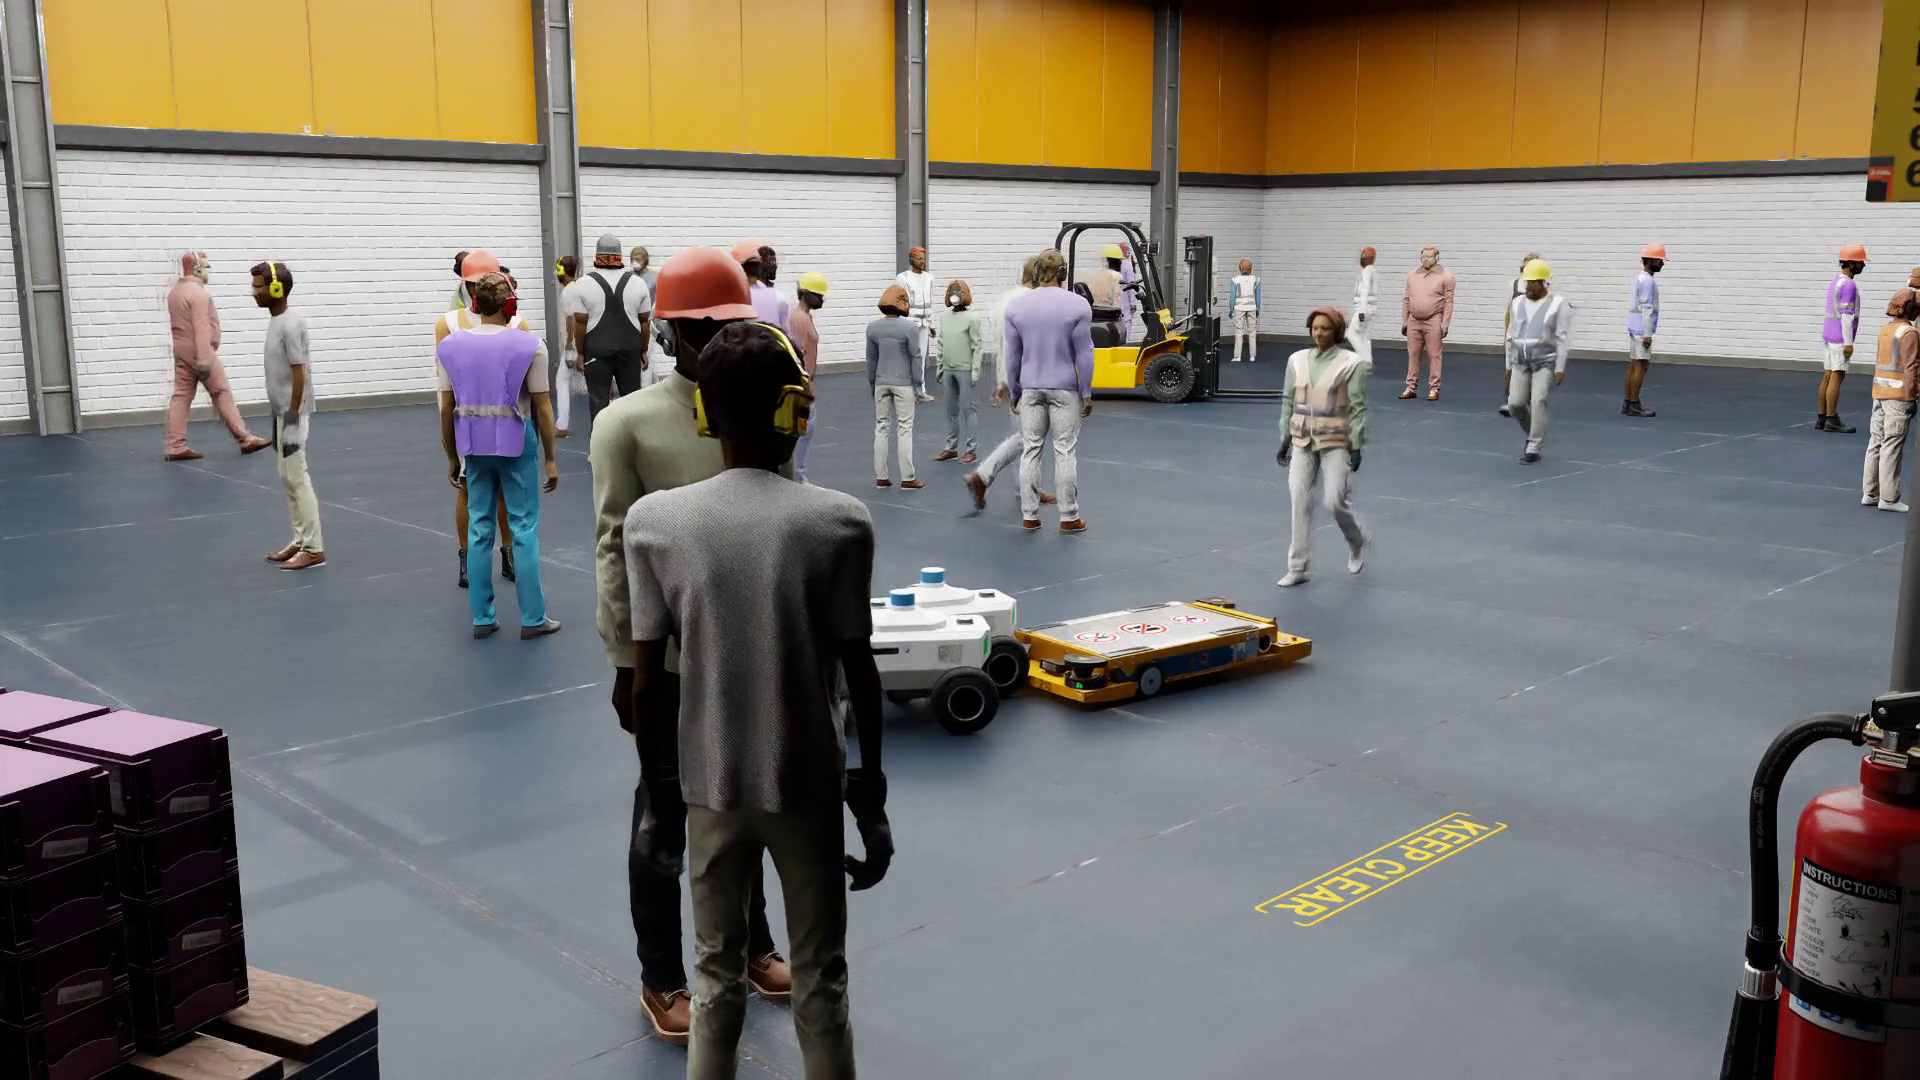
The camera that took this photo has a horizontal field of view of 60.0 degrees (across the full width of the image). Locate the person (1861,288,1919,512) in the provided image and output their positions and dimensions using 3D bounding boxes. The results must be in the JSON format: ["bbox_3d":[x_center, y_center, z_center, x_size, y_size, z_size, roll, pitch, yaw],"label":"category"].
[{"bbox_3d":[6.891,-1.029,12.255,0.310,1.639,0.514,1,10,4],"label":"person"}]

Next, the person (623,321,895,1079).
[{"bbox_3d":[-0.383,0.510,3.251,0.517,1.865,0.328,1,10,5],"label":"person"}]

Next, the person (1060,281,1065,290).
[{"bbox_3d":[1.272,-3.026,22.796,0.312,1.767,0.533,-3,11,-17],"label":"person"}]

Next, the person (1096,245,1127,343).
[{"bbox_3d":[1.967,-3.000,22.322,0.933,1.893,0.598,-6,12,-28],"label":"person"}]

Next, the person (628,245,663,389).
[{"bbox_3d":[-3.677,-2.488,19.500,0.638,1.914,0.817,4,11,23],"label":"person"}]

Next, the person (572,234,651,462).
[{"bbox_3d":[-3.111,-1.701,14.820,0.689,2.000,0.539,-4,11,-22],"label":"person"}]

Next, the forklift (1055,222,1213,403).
[{"bbox_3d":[1.935,-2.847,20.651,2.313,2.155,1.214,2,11,13],"label":"forklift"}]

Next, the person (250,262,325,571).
[{"bbox_3d":[-4.084,-0.745,10.114,0.315,1.859,0.602,-6,12,-30],"label":"person"}]

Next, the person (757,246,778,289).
[{"bbox_3d":[-1.898,-1.836,15.890,0.374,1.916,0.596,1,10,7],"label":"person"}]

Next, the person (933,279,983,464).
[{"bbox_3d":[-0.018,-1.501,14.836,0.507,1.634,0.280,10,14,42],"label":"person"}]

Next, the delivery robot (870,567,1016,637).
[{"bbox_3d":[-0.122,0.365,7.351,0.707,0.478,0.477,-4,11,-21],"label":"delivery robot"}]

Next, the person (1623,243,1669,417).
[{"bbox_3d":[7.699,-2.350,18.660,0.380,1.934,0.562,2,11,12],"label":"person"}]

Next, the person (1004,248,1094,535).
[{"bbox_3d":[0.607,-0.998,11.281,0.627,1.934,0.370,4,11,20],"label":"person"}]

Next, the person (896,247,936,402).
[{"bbox_3d":[-0.528,-2.619,20.257,0.576,1.882,0.362,-9,14,-40],"label":"person"}]

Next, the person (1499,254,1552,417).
[{"bbox_3d":[6.317,-2.277,18.574,0.536,1.809,0.792,6,12,30],"label":"person"}]

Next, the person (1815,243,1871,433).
[{"bbox_3d":[9.099,-2.076,17.141,0.372,1.939,0.544,3,11,14],"label":"person"}]

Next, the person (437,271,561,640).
[{"bbox_3d":[-2.301,-0.410,8.309,0.570,1.843,0.373,1,10,6],"label":"person"}]

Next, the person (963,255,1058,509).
[{"bbox_3d":[0.388,-1.140,12.199,0.798,1.893,0.631,-4,11,-21],"label":"person"}]

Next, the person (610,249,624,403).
[{"bbox_3d":[-3.640,-2.154,17.569,0.542,1.939,0.362,-3,11,-15],"label":"person"}]

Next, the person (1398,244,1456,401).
[{"bbox_3d":[5.732,-2.672,20.479,0.643,1.909,0.411,8,13,38],"label":"person"}]

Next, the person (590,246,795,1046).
[{"bbox_3d":[-0.639,0.261,4.248,0.382,1.995,0.612,10,14,43],"label":"person"}]

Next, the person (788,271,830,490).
[{"bbox_3d":[-1.253,-1.193,12.859,0.502,1.742,0.654,0,10,1],"label":"person"}]

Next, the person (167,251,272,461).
[{"bbox_3d":[-6.807,-1.669,15.105,0.668,1.862,0.950,9,14,41],"label":"person"}]

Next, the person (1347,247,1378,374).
[{"bbox_3d":[5.908,-3.332,24.249,0.413,1.853,0.686,5,12,26],"label":"person"}]

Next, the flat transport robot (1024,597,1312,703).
[{"bbox_3d":[0.903,0.489,7.706,1.431,0.197,0.652,-8,13,-36],"label":"flat transport robot"}]

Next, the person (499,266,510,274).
[{"bbox_3d":[-5.420,-2.335,19.266,0.584,1.673,0.549,0,10,0],"label":"person"}]

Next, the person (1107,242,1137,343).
[{"bbox_3d":[2.666,-3.880,27.069,0.408,1.905,0.654,-7,12,-33],"label":"person"}]

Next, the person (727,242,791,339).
[{"bbox_3d":[-1.515,-1.199,12.276,1.096,1.976,0.618,9,14,42],"label":"person"}]

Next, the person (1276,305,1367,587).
[{"bbox_3d":[2.098,-0.544,9.638,0.534,1.627,0.565,9,14,42],"label":"person"}]

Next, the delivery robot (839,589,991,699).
[{"bbox_3d":[-0.238,0.448,6.902,0.707,0.478,0.477,-1,11,-7],"label":"delivery robot"}]

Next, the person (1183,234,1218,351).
[{"bbox_3d":[4.186,-4.292,28.942,0.608,2.044,0.370,3,11,17],"label":"person"}]

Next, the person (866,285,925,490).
[{"bbox_3d":[-0.514,-1.213,13.267,0.499,1.633,0.279,6,12,28],"label":"person"}]

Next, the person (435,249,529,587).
[{"bbox_3d":[-2.735,-0.699,9.632,0.543,1.940,0.361,-6,12,-28],"label":"person"}]

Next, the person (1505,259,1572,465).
[{"bbox_3d":[5.126,-1.579,14.782,0.509,1.815,0.605,-9,14,-42],"label":"person"}]

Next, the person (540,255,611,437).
[{"bbox_3d":[-3.817,-1.933,16.690,0.767,1.839,0.608,0,10,2],"label":"person"}]

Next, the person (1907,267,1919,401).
[{"bbox_3d":[11.560,-2.480,20.170,0.280,1.636,0.500,9,13,39],"label":"person"}]

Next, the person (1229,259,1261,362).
[{"bbox_3d":[4.541,-3.648,26.531,0.514,1.641,0.309,-1,10,-8],"label":"person"}]

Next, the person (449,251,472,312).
[{"bbox_3d":[-5.456,-2.274,18.481,0.429,1.846,0.633,-2,11,-10],"label":"person"}]
